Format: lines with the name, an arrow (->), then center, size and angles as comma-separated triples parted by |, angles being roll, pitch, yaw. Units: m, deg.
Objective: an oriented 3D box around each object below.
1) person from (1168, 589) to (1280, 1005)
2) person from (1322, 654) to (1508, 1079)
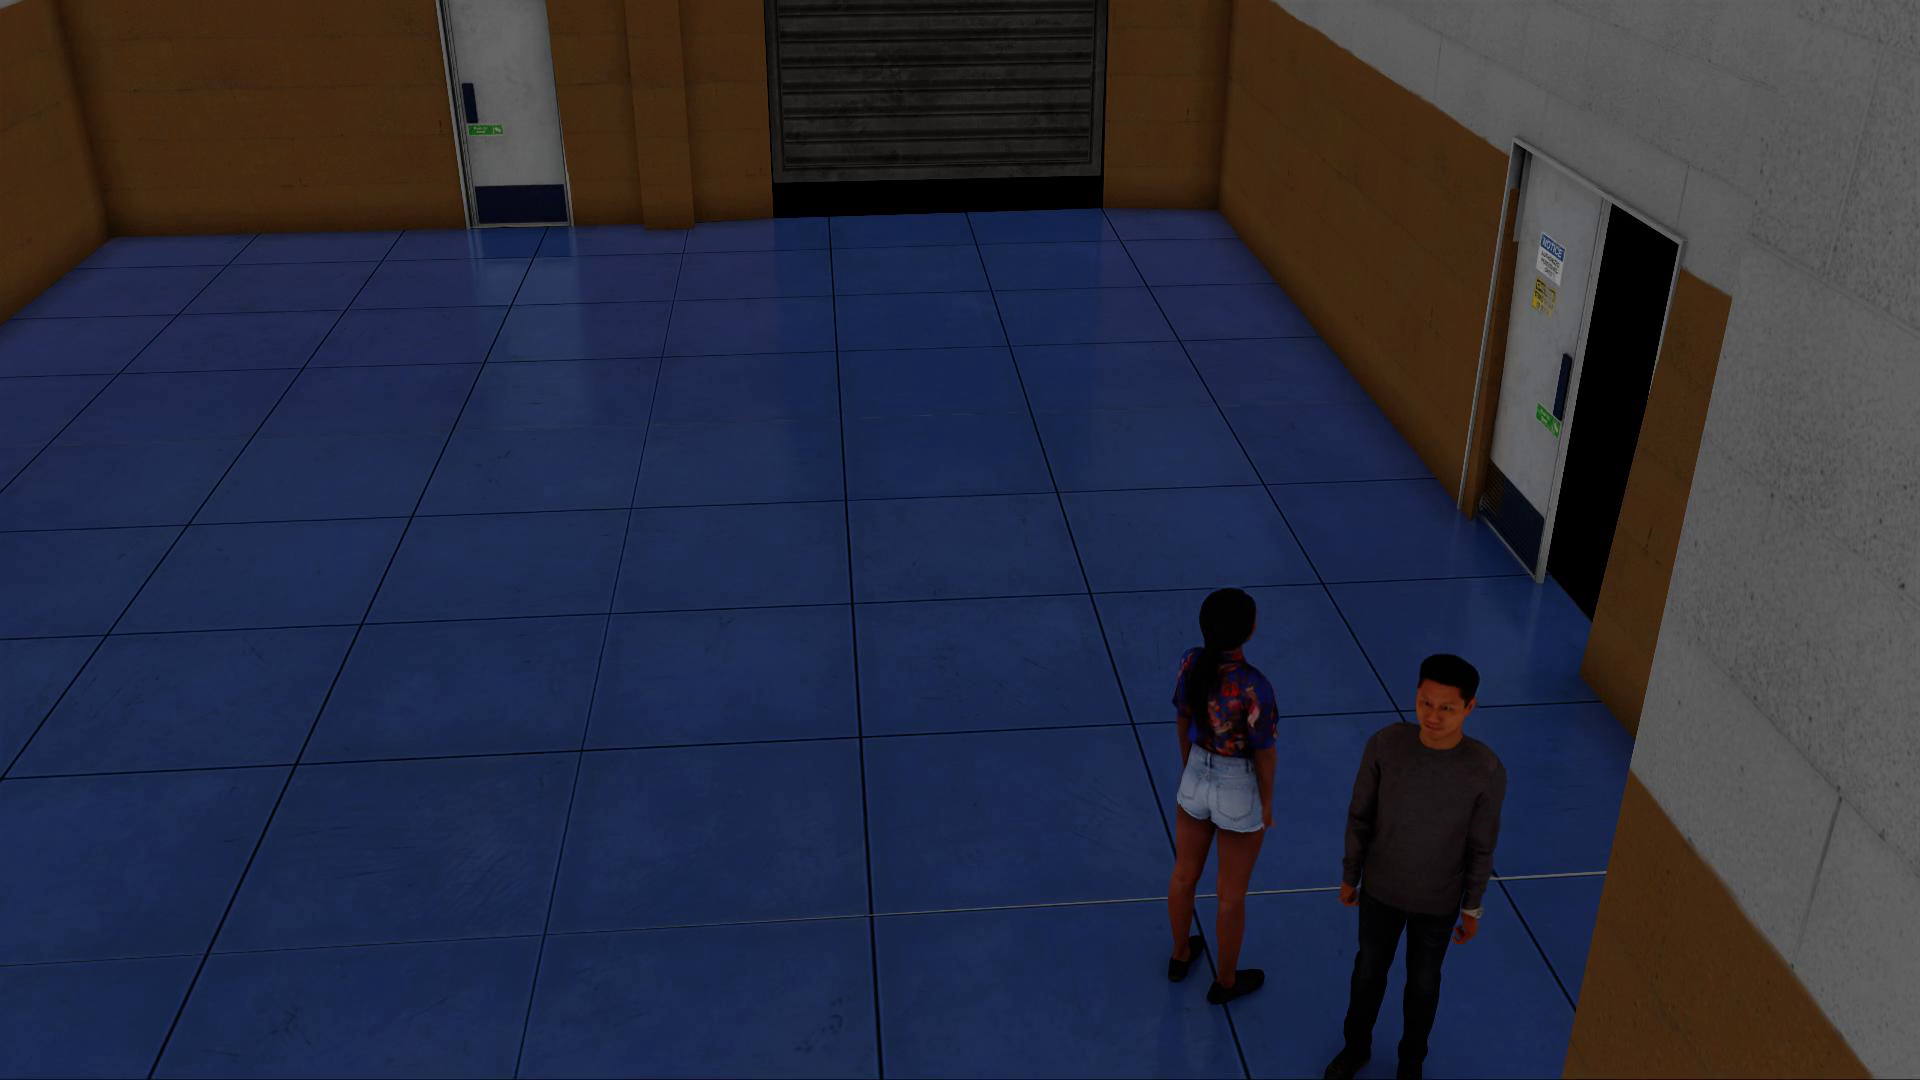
person -> 0.959, 0.942, 6.140 | 0.662, 1.743, 0.711 | 23, 35, 38
person -> 1.550, 1.169, 5.664 | 0.651, 1.768, 0.774 | -9, 28, -17
